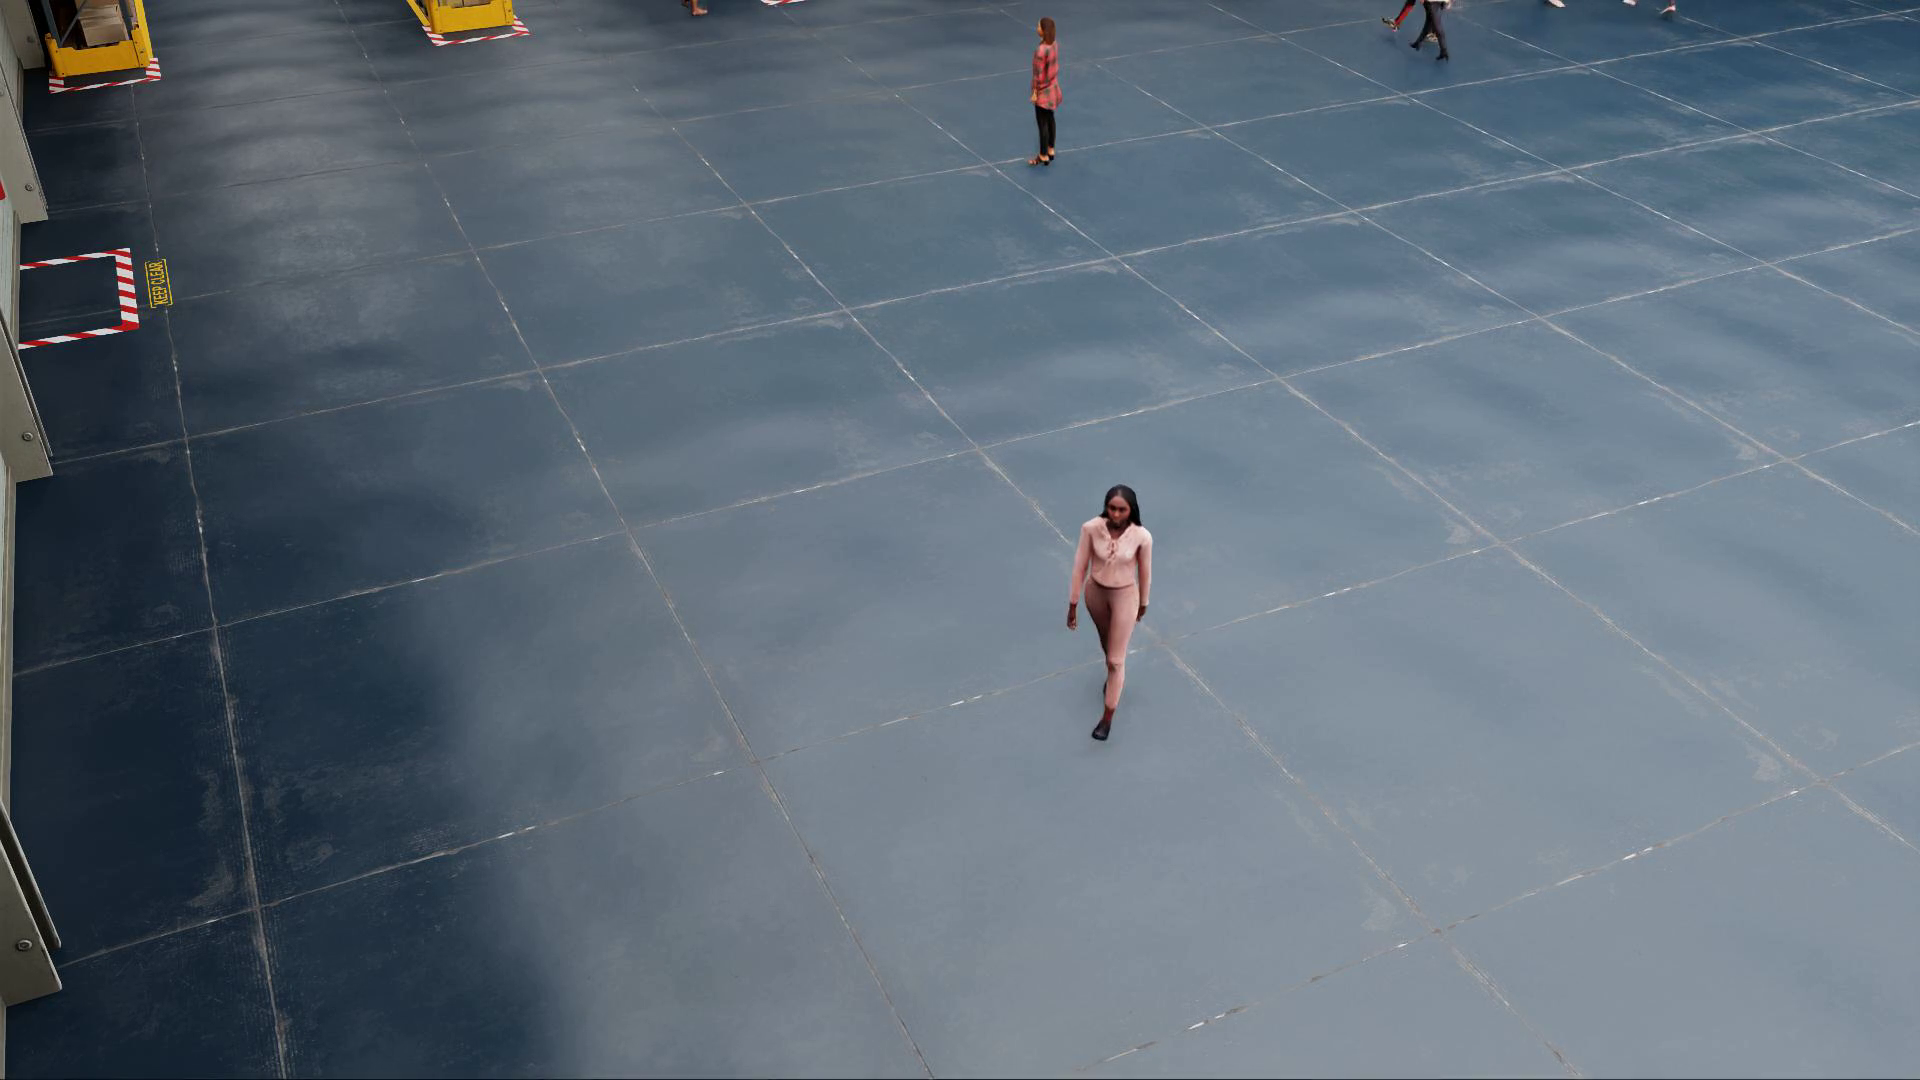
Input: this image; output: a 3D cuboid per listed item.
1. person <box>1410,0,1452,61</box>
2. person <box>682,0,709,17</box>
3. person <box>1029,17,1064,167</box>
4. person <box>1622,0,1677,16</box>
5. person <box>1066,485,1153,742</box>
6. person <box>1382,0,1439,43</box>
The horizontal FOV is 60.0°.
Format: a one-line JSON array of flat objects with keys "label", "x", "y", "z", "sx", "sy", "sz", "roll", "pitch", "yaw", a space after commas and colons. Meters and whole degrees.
[{"label": "person", "x": 6.497, "y": -7.248, "z": 22.466, "sx": 0.631, "sy": 1.543, "sz": 1.015, "roll": -16, "pitch": 36, "yaw": -24}, {"label": "person", "x": -3.966, "y": -8.478, "z": 24.207, "sx": 0.655, "sy": 1.706, "sz": 0.568, "roll": -13, "pitch": 35, "yaw": -19}, {"label": "person", "x": 0.985, "y": -5.153, "z": 19.098, "sx": 0.742, "sy": 1.703, "sz": 0.700, "roll": 15, "pitch": 36, "yaw": 21}, {"label": "person", "x": 10.311, "y": -8.537, "z": 24.297, "sx": 0.610, "sy": 1.708, "sz": 1.195, "roll": -13, "pitch": 35, "yaw": -19}, {"label": "person", "x": 0.985, "y": 0.360, "z": 10.644, "sx": 1.101, "sy": 1.677, "sz": 1.151, "roll": 12, "pitch": 35, "yaw": 18}, {"label": "person", "x": 6.520, "y": -7.806, "z": 23.123, "sx": 1.301, "sy": 1.761, "sz": 0.972, "roll": 26, "pitch": 41, "yaw": 34}]
